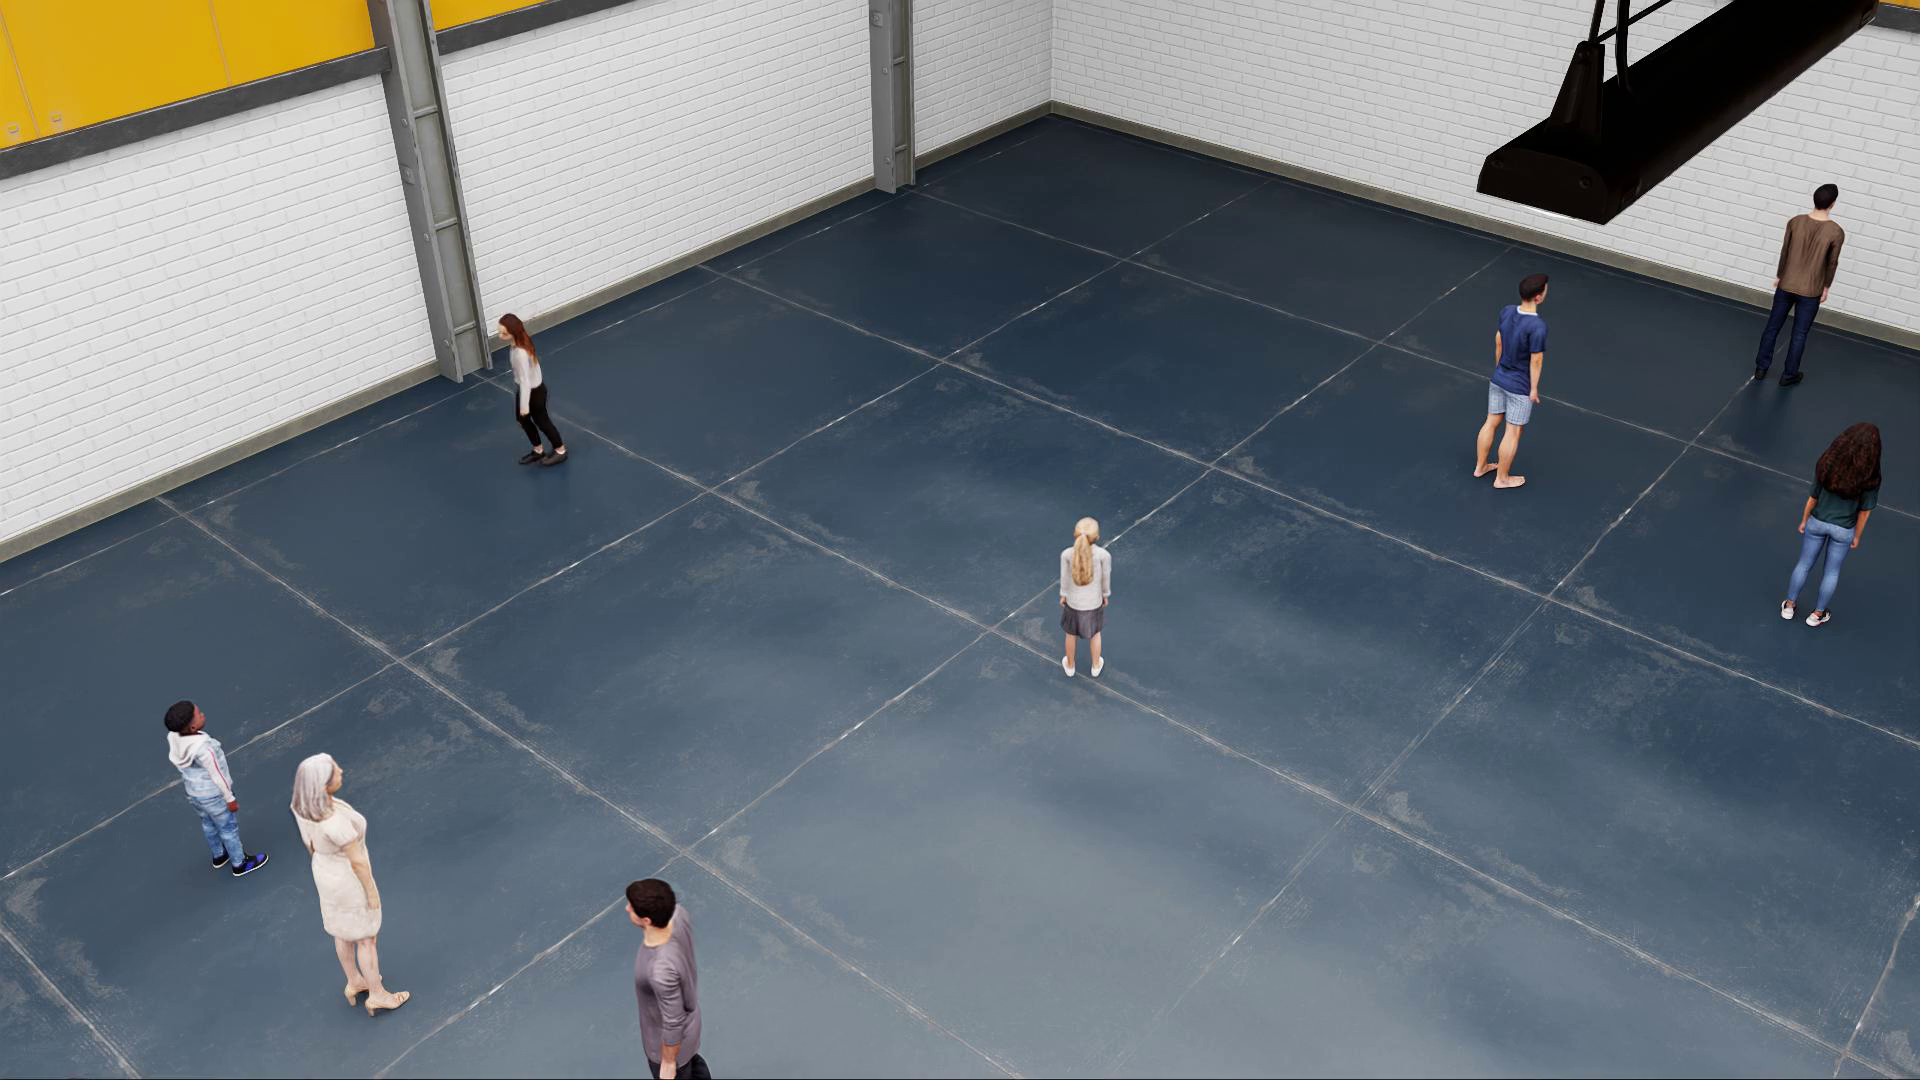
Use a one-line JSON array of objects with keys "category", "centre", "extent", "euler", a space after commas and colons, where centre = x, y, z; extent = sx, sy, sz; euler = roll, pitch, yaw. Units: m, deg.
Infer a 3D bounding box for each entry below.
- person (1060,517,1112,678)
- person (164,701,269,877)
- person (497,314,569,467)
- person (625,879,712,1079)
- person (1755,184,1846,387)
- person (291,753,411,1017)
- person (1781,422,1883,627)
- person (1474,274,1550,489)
[{"category": "person", "centre": [0.855, 0.389, 11.418], "extent": [0.603, 1.275, 0.651], "euler": [3, 34, 4]}, {"category": "person", "centre": [-4.443, 1.459, 9.822], "extent": [0.509, 1.260, 0.528], "euler": [18, 38, 25]}, {"category": "person", "centre": [-3.481, -1.243, 13.716], "extent": [0.736, 1.449, 0.671], "euler": [-11, 35, -16]}, {"category": "person", "centre": [-1.376, 2.323, 7.989], "extent": [0.791, 1.851, 0.715], "euler": [-1, 34, -2]}, {"category": "person", "centre": [7.529, -2.286, 14.888], "extent": [0.650, 1.888, 0.570], "euler": [27, 42, 34]}, {"category": "person", "centre": [-3.264, 1.833, 8.831], "extent": [0.612, 1.735, 0.567], "euler": [21, 39, 29]}, {"category": "person", "centre": [6.225, -0.117, 11.871], "extent": [0.598, 1.616, 0.589], "euler": [23, 40, 30]}, {"category": "person", "centre": [4.466, -1.286, 13.419], "extent": [0.674, 1.849, 0.690], "euler": [-17, 37, -24]}]
